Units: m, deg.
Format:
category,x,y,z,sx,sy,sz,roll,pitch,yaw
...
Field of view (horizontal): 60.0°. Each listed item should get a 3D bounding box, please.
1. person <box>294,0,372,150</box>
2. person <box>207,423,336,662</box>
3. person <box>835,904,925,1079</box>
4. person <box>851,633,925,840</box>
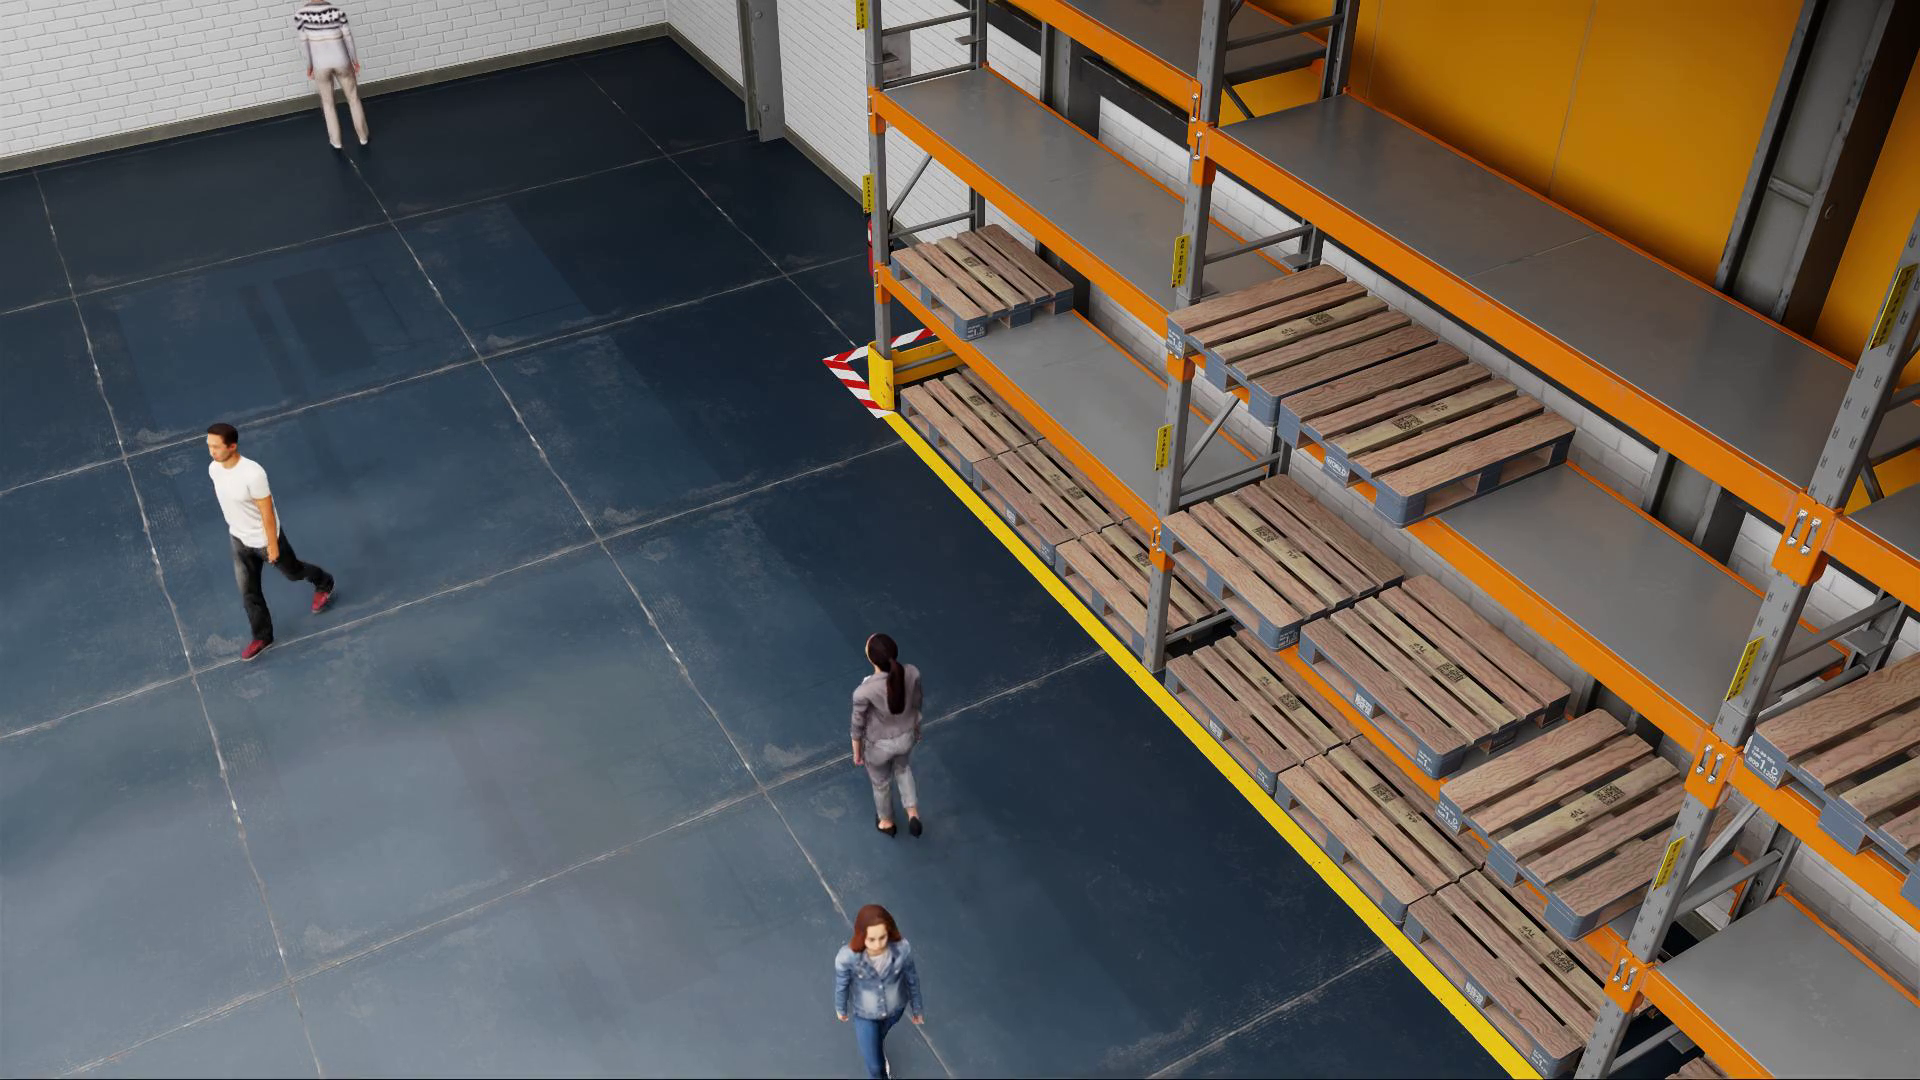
category,x,y,z,sx,sy,sz,roll,pitch,yaw
person,-6.686,-5.078,17.699,0.734,1.858,0.636,-14,41,-17
person,-4.778,-0.078,11.508,1.149,1.771,1.167,12,40,15
person,-0.441,2.371,8.700,0.705,1.449,0.983,-12,40,-15
person,-0.384,1.254,9.921,0.622,1.669,0.653,-20,43,-24
